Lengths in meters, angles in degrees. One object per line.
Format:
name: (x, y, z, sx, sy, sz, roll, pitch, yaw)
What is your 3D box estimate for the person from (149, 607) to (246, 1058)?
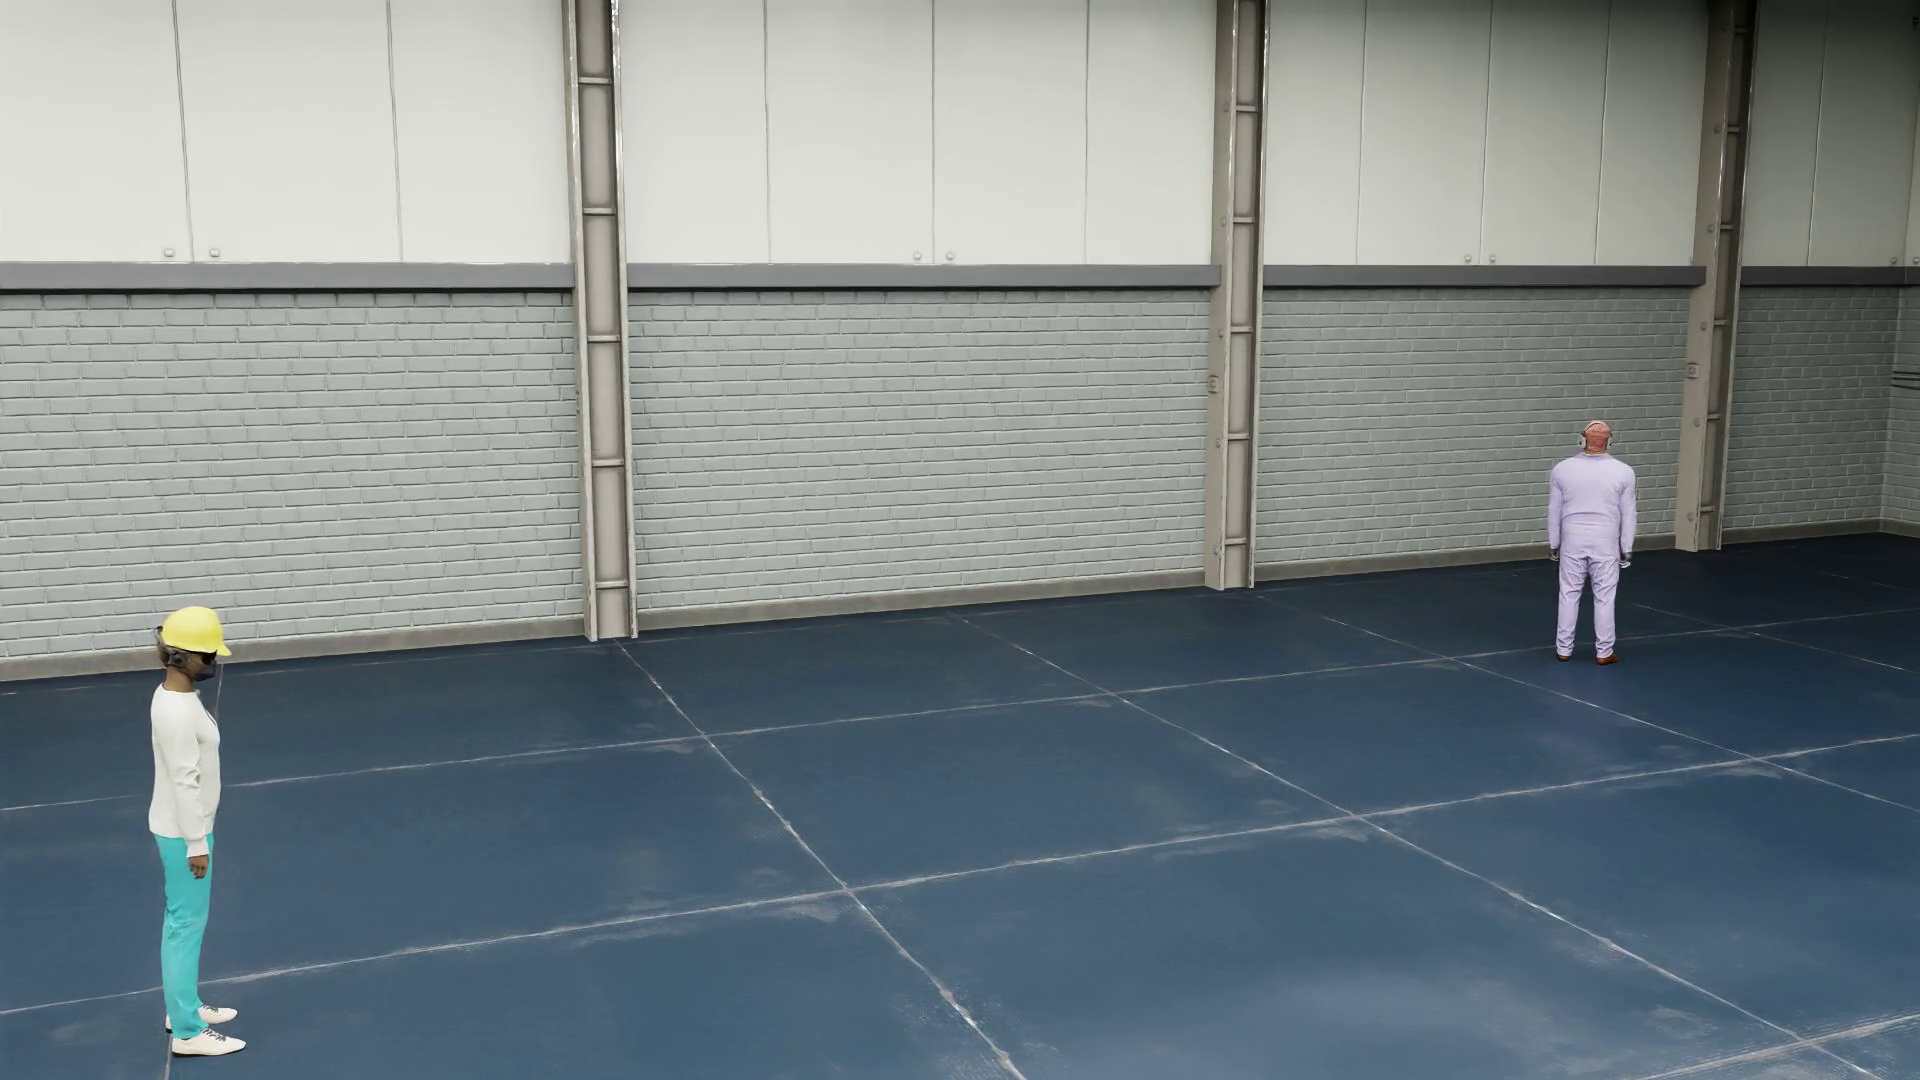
person: (-2.993, 1.128, 6.525, 0.337, 1.757, 0.532, -5, 10, -27)

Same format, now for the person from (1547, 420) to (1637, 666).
person: (4.927, 0.022, 12.984, 0.651, 1.911, 0.409, 5, 10, 28)
